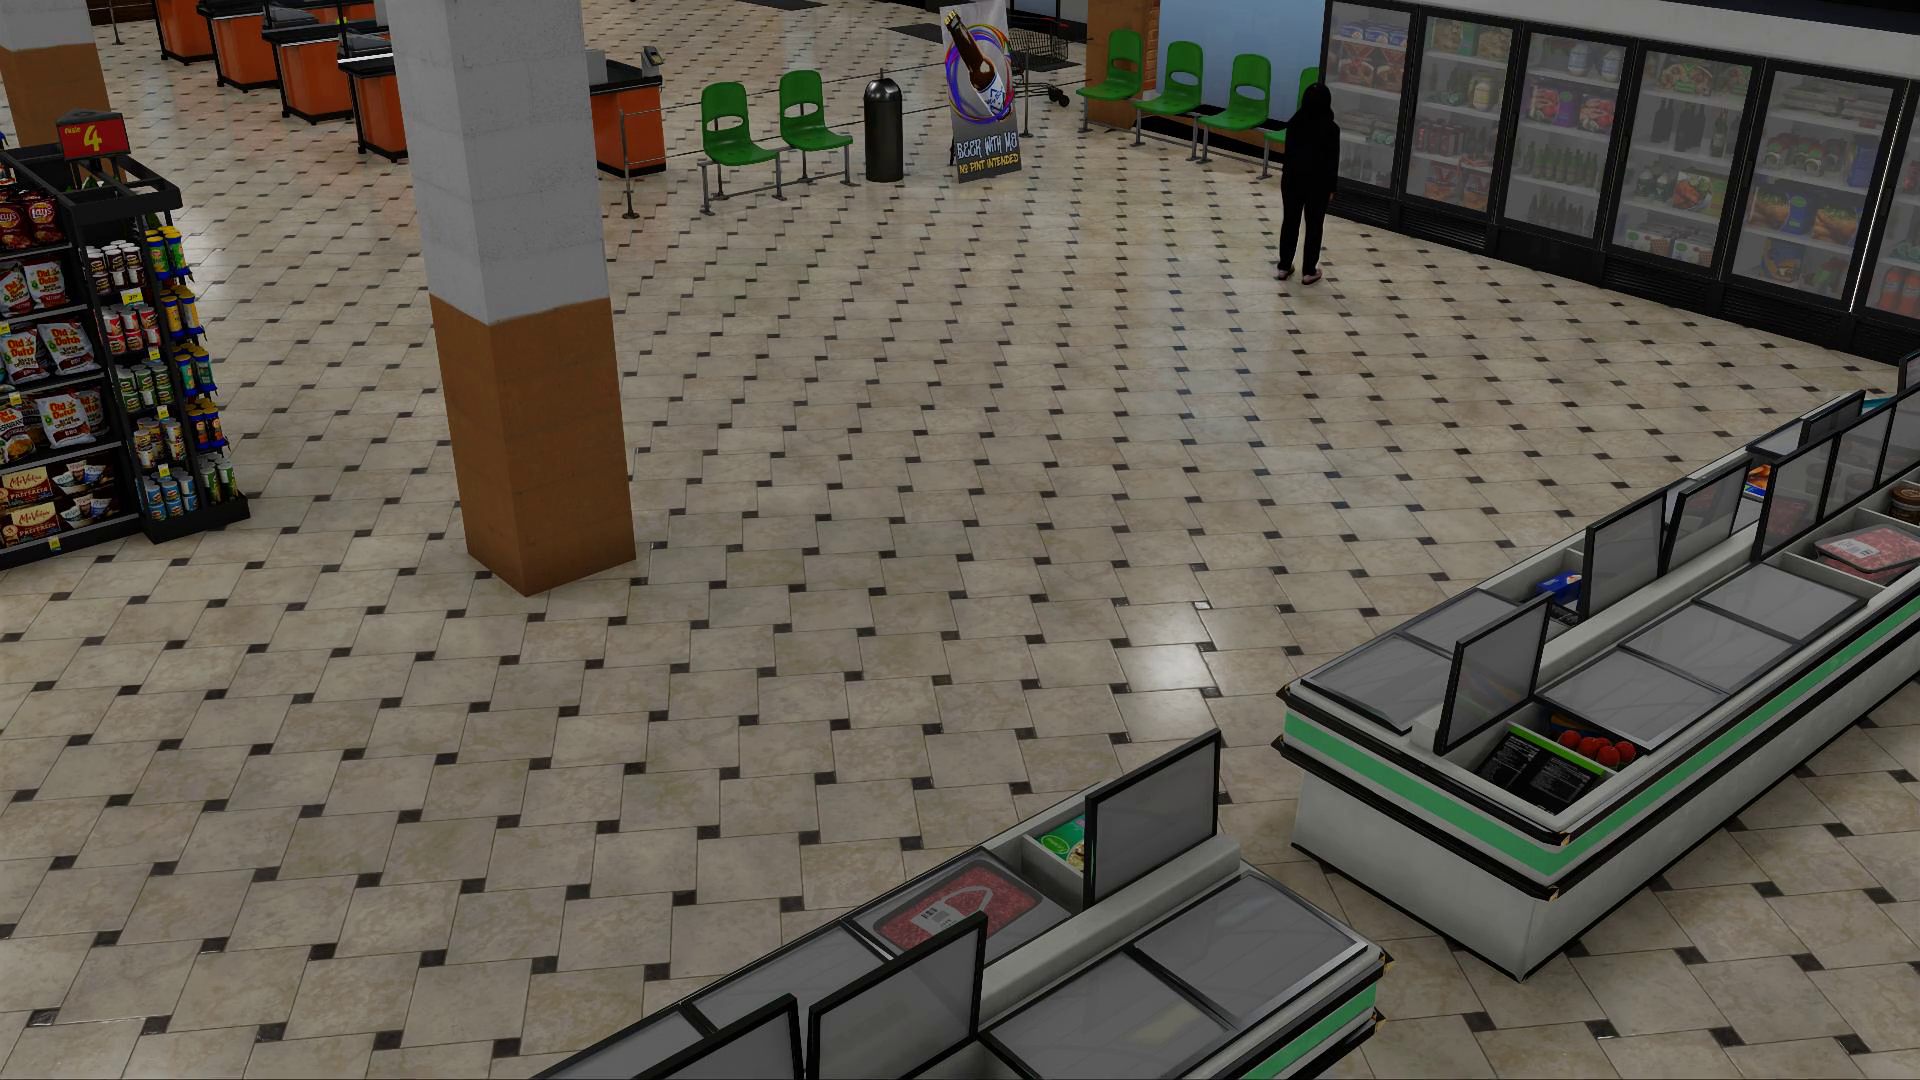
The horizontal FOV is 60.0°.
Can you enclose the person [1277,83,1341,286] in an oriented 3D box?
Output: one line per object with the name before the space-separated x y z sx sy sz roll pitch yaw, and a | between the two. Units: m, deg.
person | 2.839 -2.918 13.621 0.713 1.615 0.735 14 30 26
